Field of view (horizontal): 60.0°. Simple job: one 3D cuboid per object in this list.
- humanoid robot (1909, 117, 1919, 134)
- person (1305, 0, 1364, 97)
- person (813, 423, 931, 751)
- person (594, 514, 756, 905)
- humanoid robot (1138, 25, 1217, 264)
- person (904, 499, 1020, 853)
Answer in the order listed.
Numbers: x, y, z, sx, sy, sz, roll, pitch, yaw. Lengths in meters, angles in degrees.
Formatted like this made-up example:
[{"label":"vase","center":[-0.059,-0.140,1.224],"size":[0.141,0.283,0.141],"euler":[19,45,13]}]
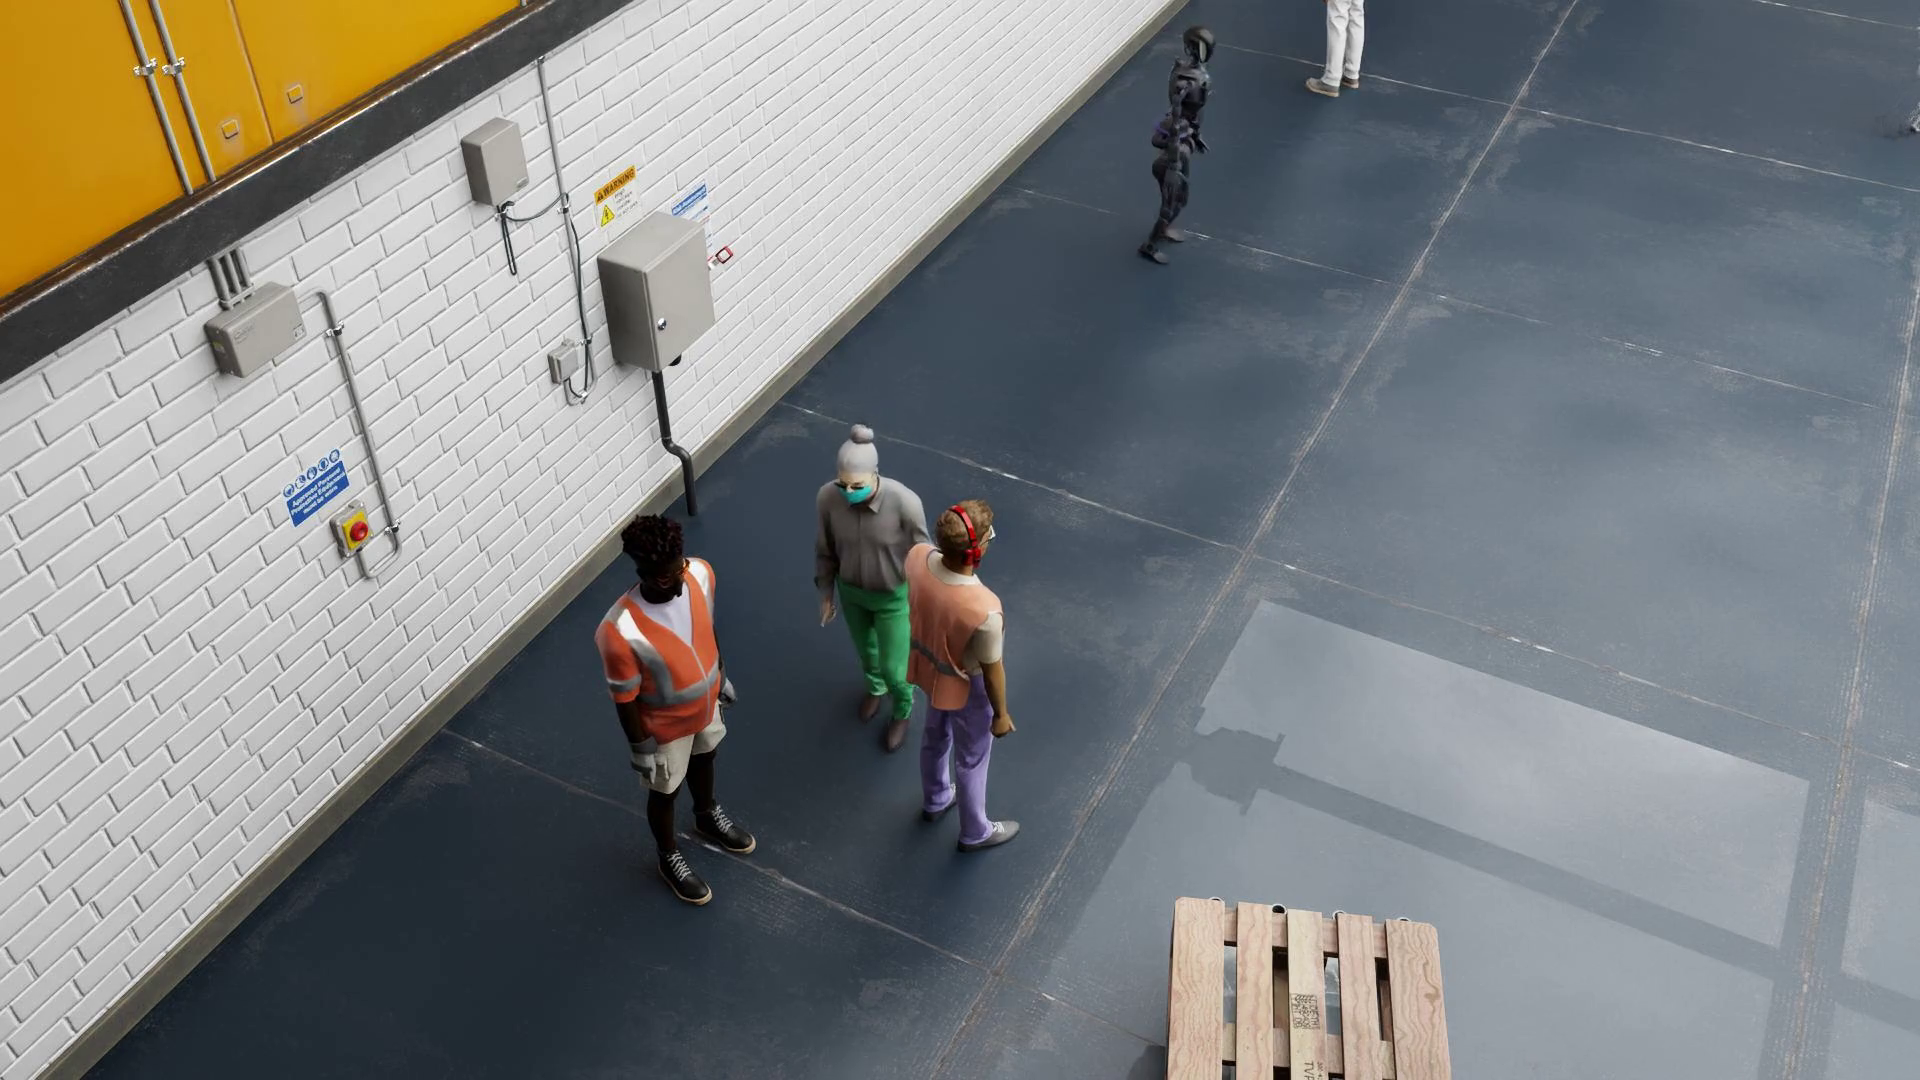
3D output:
[{"label":"humanoid robot","center":[7.496,-3.712,12.104],"size":[0.762,1.891,0.553],"euler":[-11,42,-12]},{"label":"person","center":[2.946,-4.299,12.597],"size":[0.566,1.877,0.356],"euler":[-31,49,-31]},{"label":"person","center":[-0.362,0.200,7.420],"size":[0.564,1.815,0.545],"euler":[11,42,12]},{"label":"person","center":[-1.141,0.676,6.756],"size":[0.368,1.965,0.605],"euler":[22,46,24]},{"label":"humanoid robot","center":[1.404,-2.551,10.720],"size":[0.388,1.633,0.602],"euler":[17,44,19]},{"label":"person","center":[-0.009,0.591,6.945],"size":[0.391,1.846,0.564],"euler":[-28,48,-28]}]
